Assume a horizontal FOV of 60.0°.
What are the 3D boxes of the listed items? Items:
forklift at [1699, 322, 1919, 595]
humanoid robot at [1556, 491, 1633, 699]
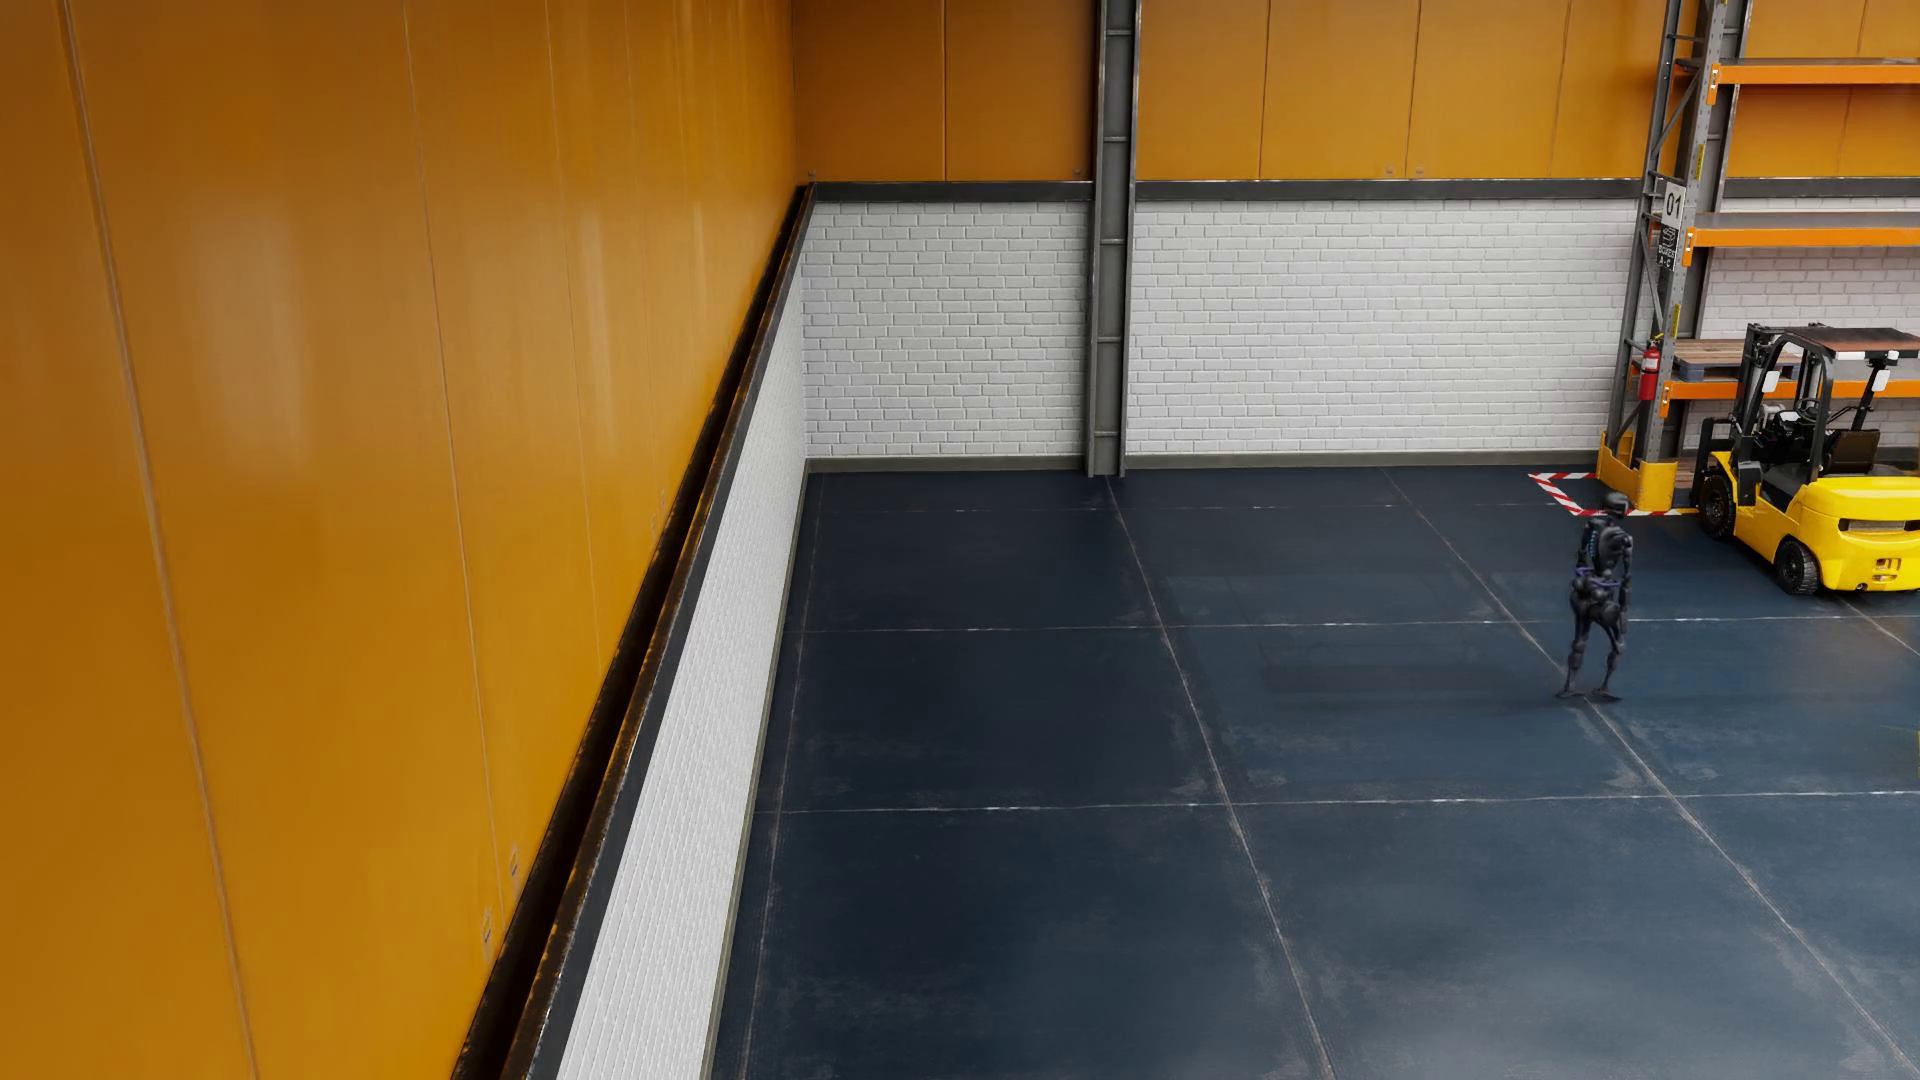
[{"bbox_3d":[7.809,-0.792,14.926,1.214,2.155,2.313,-1,20,-2],"label":"forklift"},{"bbox_3d":[4.782,0.411,12.411,0.496,1.648,0.602,-7,21,-19],"label":"humanoid robot"}]
